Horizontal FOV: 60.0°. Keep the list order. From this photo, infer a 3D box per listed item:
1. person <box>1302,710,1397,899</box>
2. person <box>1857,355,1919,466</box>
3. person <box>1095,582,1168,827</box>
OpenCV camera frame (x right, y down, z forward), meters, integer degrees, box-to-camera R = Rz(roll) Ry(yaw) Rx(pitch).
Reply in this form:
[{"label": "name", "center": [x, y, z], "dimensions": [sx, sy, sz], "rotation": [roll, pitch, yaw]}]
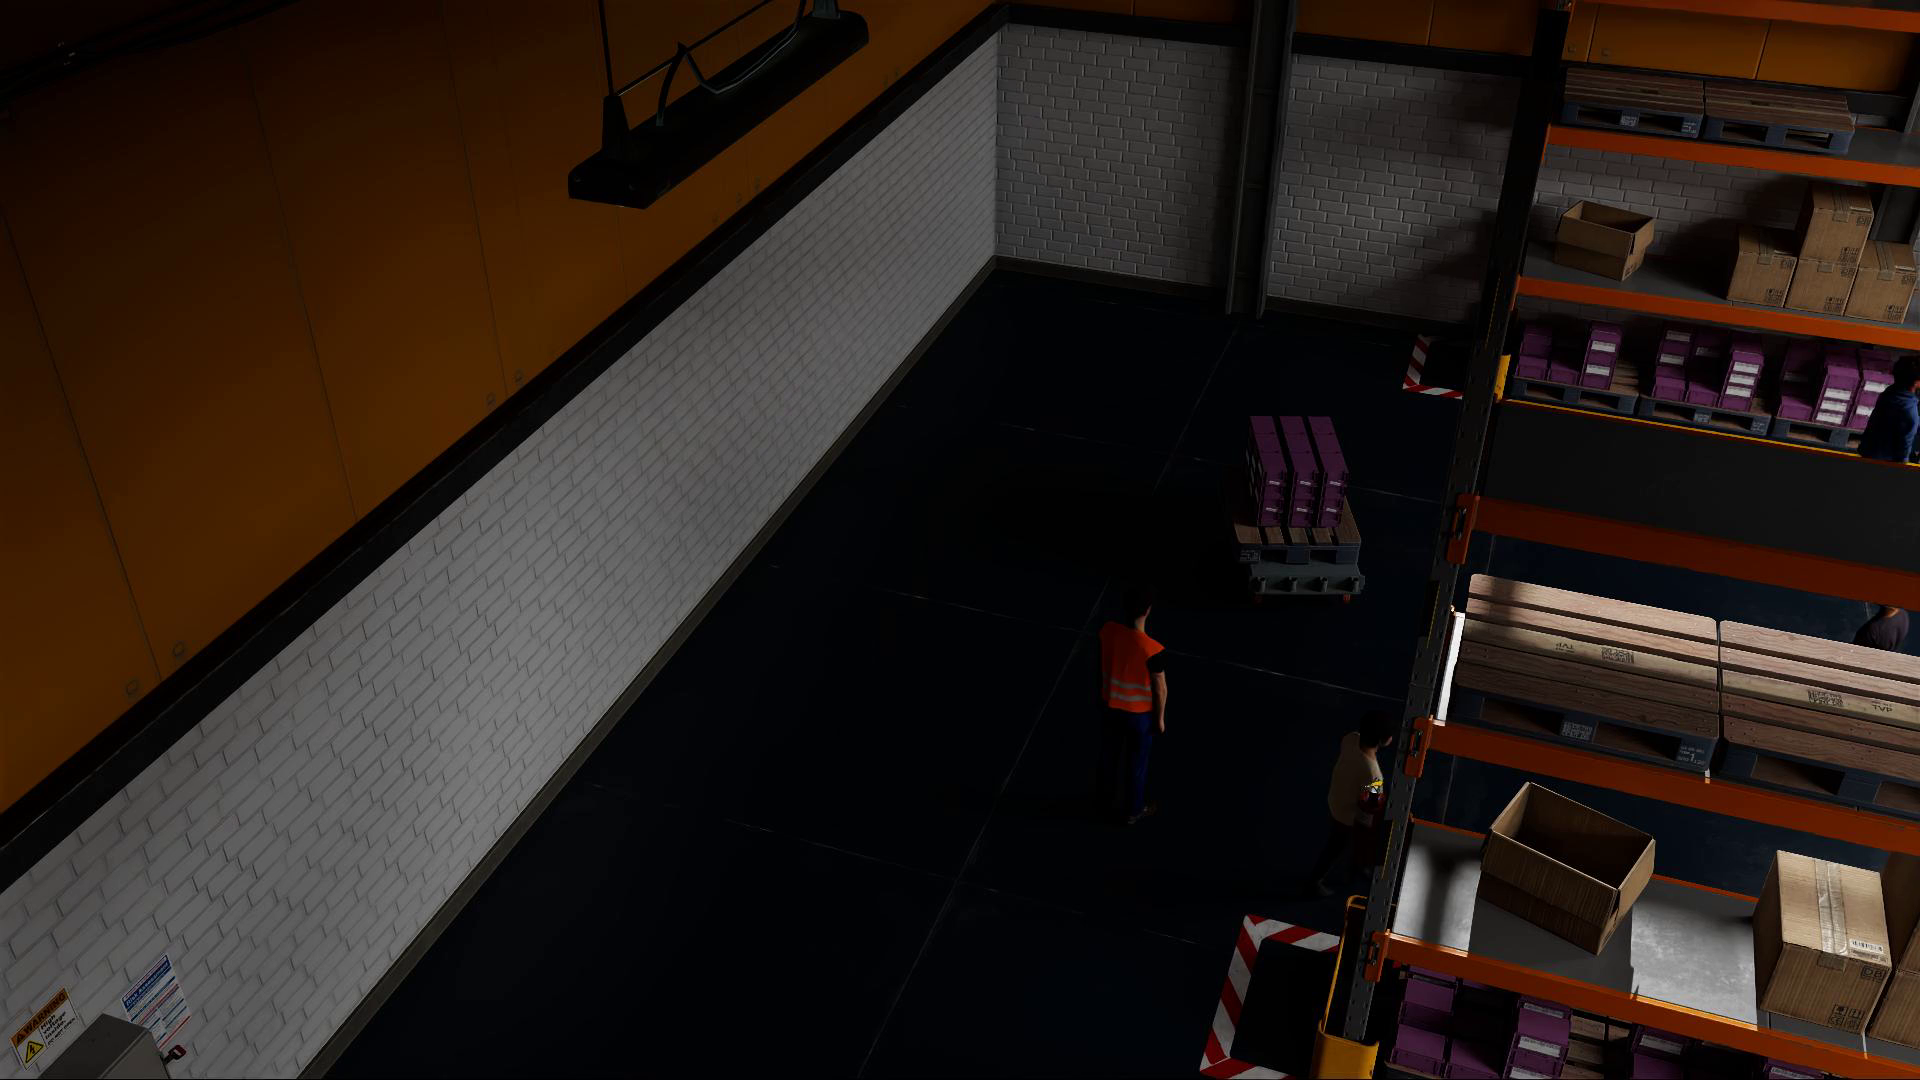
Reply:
[{"label": "person", "center": [2.411, 1.725, 10.571], "dimensions": [0.893, 1.564, 0.772], "rotation": [-5, 34, -7]}, {"label": "person", "center": [7.721, -0.730, 14.081], "dimensions": [1.203, 1.769, 0.839], "rotation": [5, 34, 8]}, {"label": "person", "center": [1.134, 1.113, 11.207], "dimensions": [0.658, 1.880, 0.813], "rotation": [21, 39, 28]}]
